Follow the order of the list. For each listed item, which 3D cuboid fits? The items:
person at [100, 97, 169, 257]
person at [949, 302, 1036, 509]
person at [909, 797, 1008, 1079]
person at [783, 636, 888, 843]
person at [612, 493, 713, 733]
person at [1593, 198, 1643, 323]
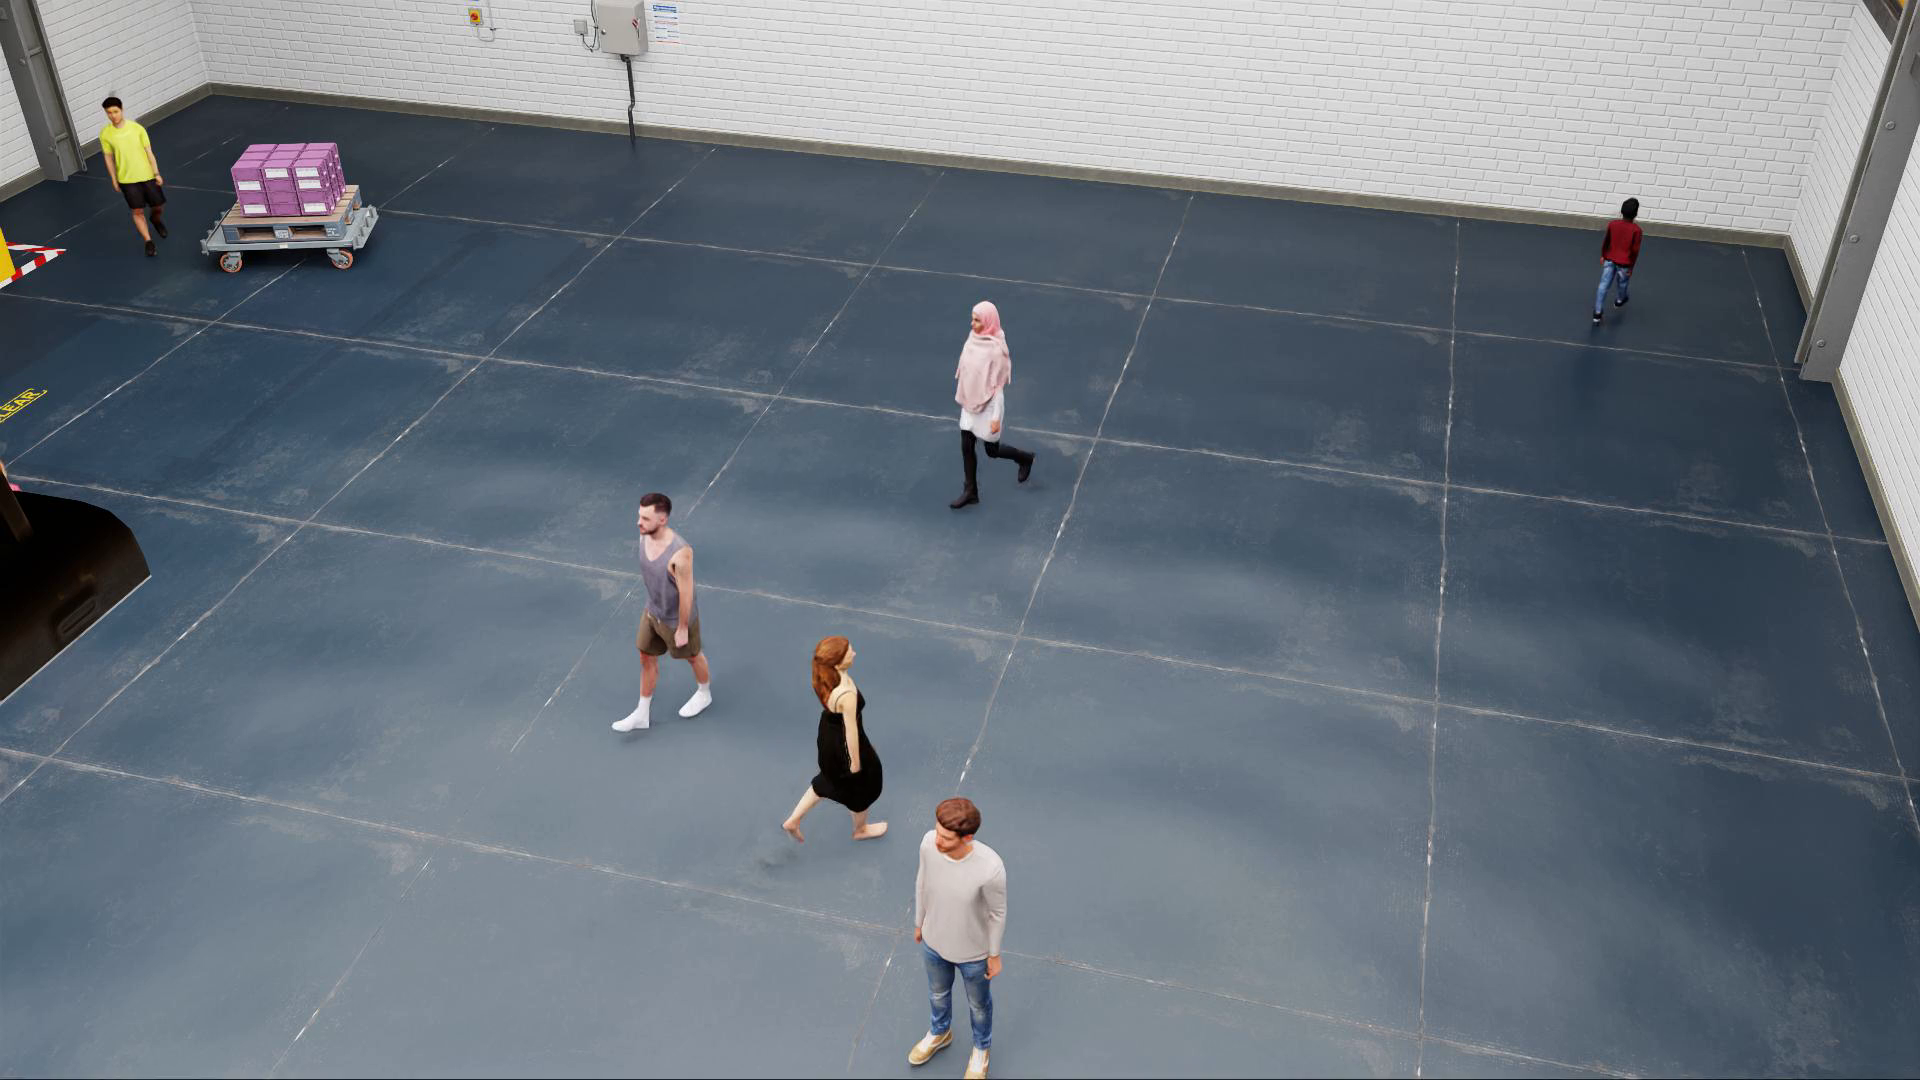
[{"bbox_3d":[-8.749,-3.888,17.632,0.880,1.695,0.942,-17,37,-23],"label":"person"},{"bbox_3d":[0.268,-1.085,13.334,1.121,1.785,1.008,-22,39,-29],"label":"person"},{"bbox_3d":[-0.004,2.035,8.535,0.714,1.902,0.655,17,37,23],"label":"person"},{"bbox_3d":[-0.790,1.241,9.997,0.971,1.604,0.918,-17,37,-23],"label":"person"},{"bbox_3d":[-1.843,0.425,11.045,0.915,1.825,1.091,27,42,34],"label":"person"},{"bbox_3d":[6.430,-2.713,16.295,0.725,1.219,0.941,22,40,30],"label":"person"}]
